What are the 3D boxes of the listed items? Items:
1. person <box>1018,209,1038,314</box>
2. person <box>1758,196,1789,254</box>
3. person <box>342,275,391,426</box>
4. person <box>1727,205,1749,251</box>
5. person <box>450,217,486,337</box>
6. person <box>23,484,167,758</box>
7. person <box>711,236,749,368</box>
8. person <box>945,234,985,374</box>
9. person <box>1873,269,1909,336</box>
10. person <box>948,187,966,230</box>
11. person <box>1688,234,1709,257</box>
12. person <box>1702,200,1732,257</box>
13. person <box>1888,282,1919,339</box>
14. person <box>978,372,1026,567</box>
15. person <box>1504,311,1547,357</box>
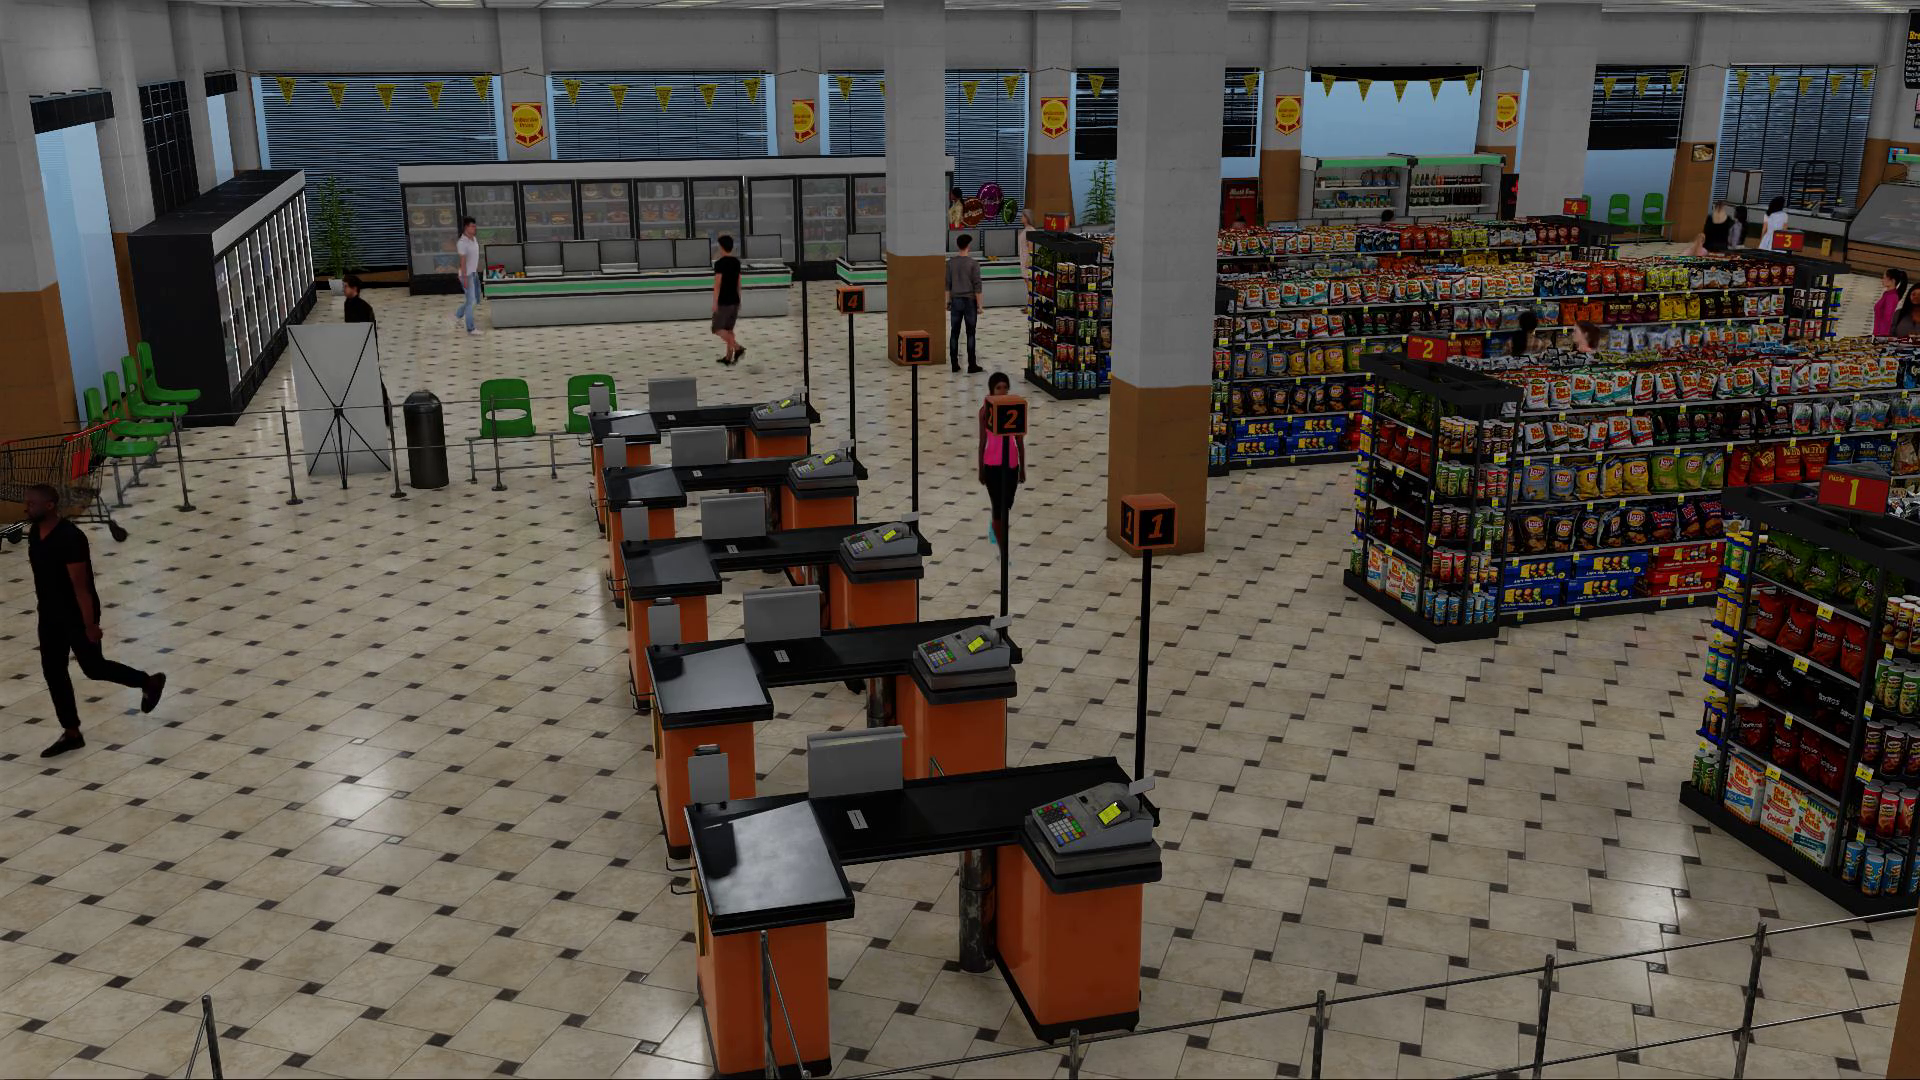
[{"bbox_3d":[1.151,-4.707,28.075,0.616,1.735,0.647,-1,17,-2],"label":"person"},{"bbox_3d":[14.428,-5.188,29.530,0.853,1.810,0.917,8,19,24],"label":"person"},{"bbox_3d":[-7.012,-2.218,19.747,1.013,1.811,1.120,14,22,39],"label":"person"},{"bbox_3d":[13.552,-4.932,28.889,1.141,1.693,0.998,-14,22,-39],"label":"person"},{"bbox_3d":[-7.734,-4.086,25.874,0.955,1.826,0.856,2,17,7],"label":"person"},{"bbox_3d":[-5.722,0.491,10.864,1.137,1.789,1.193,10,20,30],"label":"person"},{"bbox_3d":[-3.211,-3.323,23.319,1.029,1.849,0.972,10,20,30],"label":"person"},{"bbox_3d":[0.046,-3.279,23.083,0.735,1.903,0.845,6,18,19],"label":"person"},{"bbox_3d":[11.828,-2.615,21.246,0.730,1.700,0.673,9,19,27],"label":"person"},{"bbox_3d":[-0.042,-5.746,31.397,0.600,1.794,0.624,-1,17,-3],"label":"person"},{"bbox_3d":[12.628,-4.621,28.603,0.646,1.263,0.706,8,19,24],"label":"person"},{"bbox_3d":[13.646,-5.233,30.027,0.759,1.606,0.834,5,18,17],"label":"person"},{"bbox_3d":[10.883,-2.037,19.099,0.748,1.842,0.800,11,20,31],"label":"person"},{"bbox_3d":[0.354,-0.653,14.791,1.043,1.697,0.670,-3,17,-10],"label":"person"},{"bbox_3d":[5.867,-1.493,17.413,0.883,1.780,0.942,9,19,29],"label":"person"}]
